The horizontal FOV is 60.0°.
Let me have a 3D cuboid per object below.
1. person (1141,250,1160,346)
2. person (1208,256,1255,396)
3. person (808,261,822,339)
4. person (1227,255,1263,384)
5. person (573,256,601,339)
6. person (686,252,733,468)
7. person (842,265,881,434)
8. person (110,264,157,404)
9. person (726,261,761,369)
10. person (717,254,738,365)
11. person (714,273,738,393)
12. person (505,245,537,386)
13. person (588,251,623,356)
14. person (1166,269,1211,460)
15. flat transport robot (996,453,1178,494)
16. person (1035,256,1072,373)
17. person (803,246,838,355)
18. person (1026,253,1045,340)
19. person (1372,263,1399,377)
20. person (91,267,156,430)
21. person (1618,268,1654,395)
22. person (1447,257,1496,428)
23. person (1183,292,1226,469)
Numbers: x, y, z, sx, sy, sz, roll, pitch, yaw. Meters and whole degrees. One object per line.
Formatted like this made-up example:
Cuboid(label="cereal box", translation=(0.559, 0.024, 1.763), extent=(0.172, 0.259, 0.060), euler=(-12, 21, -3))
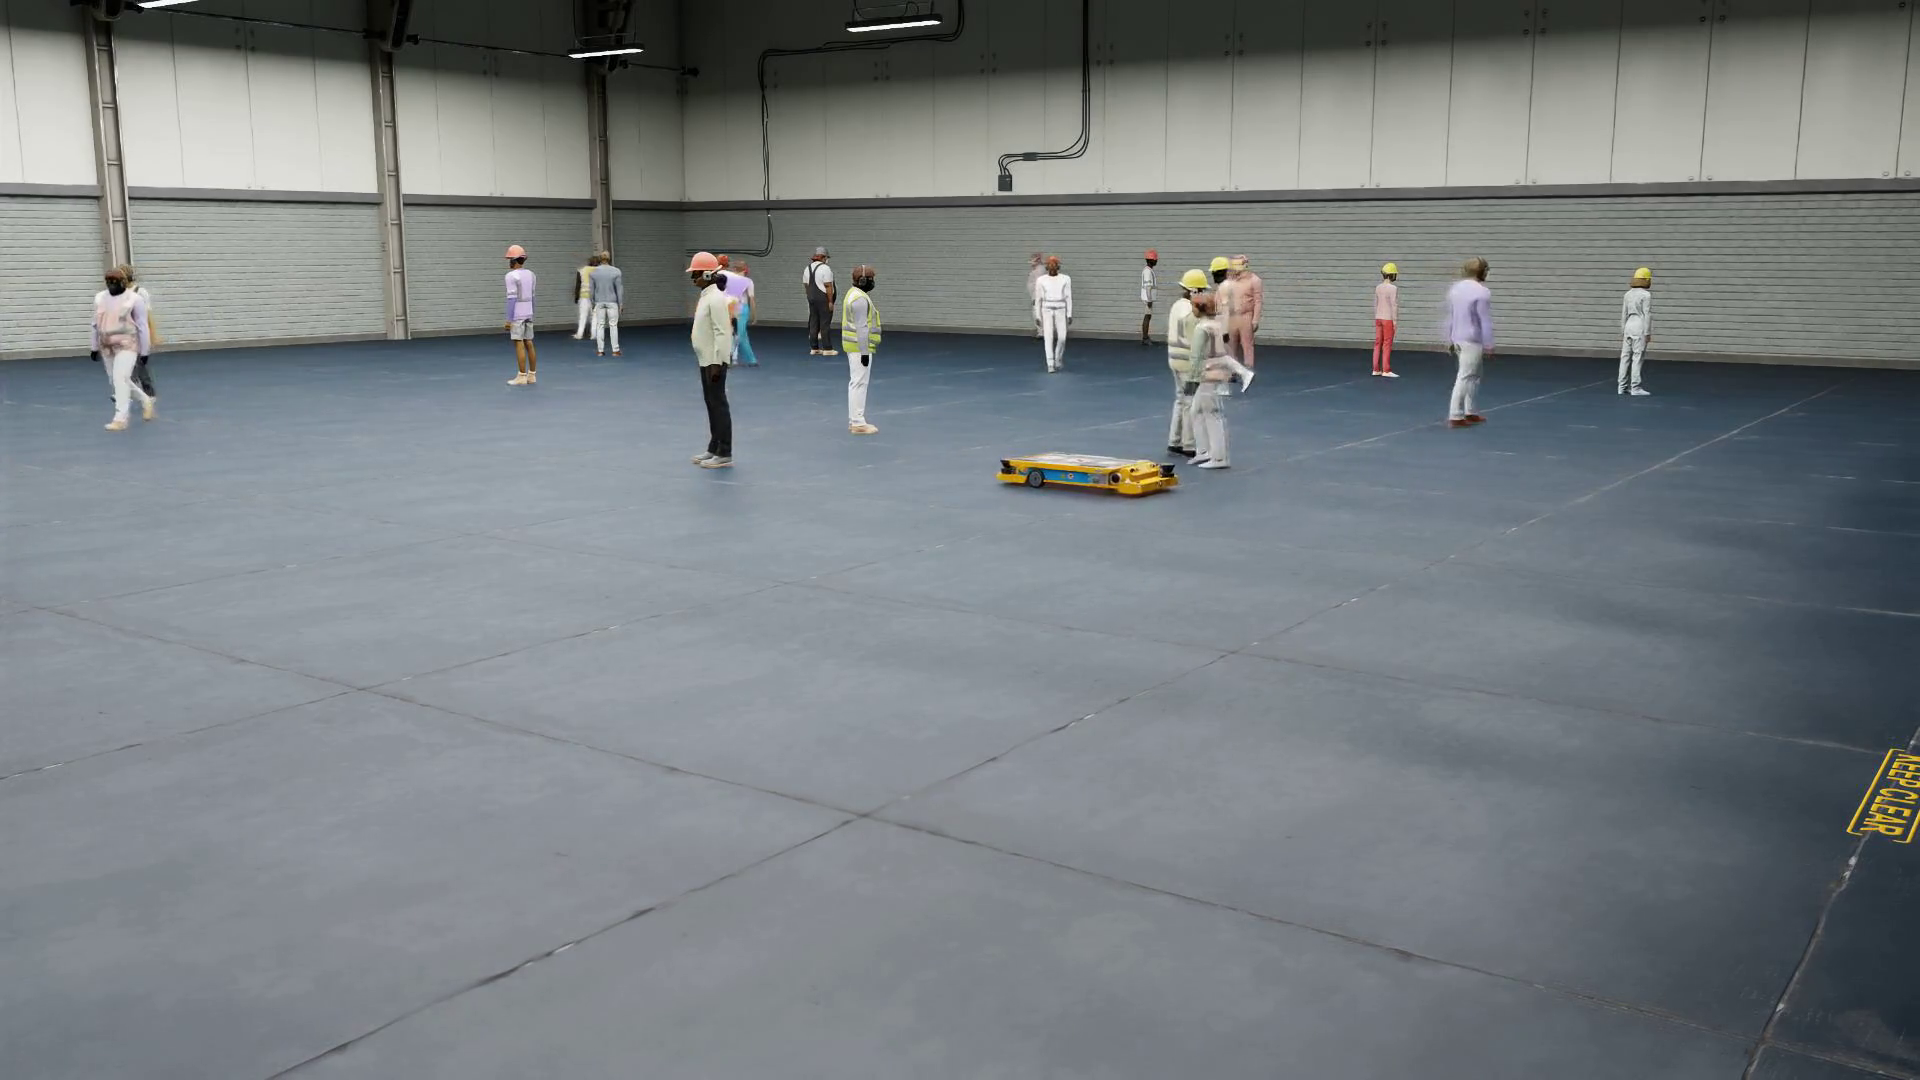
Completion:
Cuboid(label="person", translation=(3.851, -4.891, 33.676), extent=(0.360, 1.938, 0.546), euler=(1, 10, 6))
Cuboid(label="person", translation=(3.644, -2.876, 22.496), extent=(0.641, 1.899, 0.628), euler=(3, 10, 15))
Cuboid(label="person", translation=(-3.129, -5.207, 36.119), extent=(0.318, 1.696, 0.533), euler=(-9, 13, -40))
Cuboid(label="person", translation=(4.135, -3.254, 24.601), extent=(0.651, 1.904, 0.402), euler=(10, 14, 44))
Cuboid(label="person", translation=(-8.035, -5.267, 36.177), extent=(0.727, 1.802, 0.473), euler=(0, 10, 2))
Cuboid(label="person", translation=(-2.329, -1.672, 15.479), extent=(0.396, 1.993, 0.618), euler=(-3, 11, -19))
Cuboid(label="person", translation=(-1.076, -2.079, 18.223), extent=(0.429, 1.835, 0.630), euler=(-2, 10, -9))
Cuboid(label="person", translation=(-10.586, -2.581, 21.106), extent=(0.543, 1.796, 0.946), euler=(2, 10, 14))
Cuboid(label="person", translation=(-3.682, -3.737, 27.680), extent=(0.573, 1.797, 0.963), euler=(8, 13, 38))
Cuboid(label="person", translation=(-4.034, -3.932, 28.450), extent=(0.579, 1.882, 0.342), euler=(-5, 11, -26))
Cuboid(label="person", translation=(-3.309, -2.806, 22.733), extent=(0.538, 1.679, 0.632), euler=(3, 10, 15))
Cuboid(label="person", translation=(-6.445, -3.273, 24.315), extent=(0.374, 2.044, 0.605), euler=(4, 11, 20))
Cuboid(label="person", translation=(-6.503, -4.348, 30.624), extent=(0.636, 1.938, 0.358), euler=(1, 10, 4))
Cuboid(label="person", translation=(2.208, -1.684, 16.016), extent=(0.403, 1.832, 0.617), euler=(-2, 10, -11))
Cuboid(label="flat transport robot", translation=(1.082, -0.585, 14.225), extent=(1.431, 0.197, 0.652), euler=(7, 12, 34))
Cuboid(label="person", translation=(1.501, -3.628, 26.766), extent=(0.615, 1.876, 0.402), euler=(0, 10, 1))
Cuboid(label="person", translation=(-2.561, -4.470, 31.029), extent=(0.674, 2.000, 0.536), euler=(9, 14, 42))
Cuboid(label="person", translation=(1.668, -5.262, 35.948), extent=(0.474, 1.870, 0.725), euler=(-1, 10, -6))
Cuboid(label="person", translation=(6.643, -3.410, 25.861), extent=(0.311, 1.768, 0.531), euler=(-4, 11, -21))
Cuboid(label="person", translation=(-9.409, -2.162, 18.753), extent=(0.630, 1.813, 0.799), euler=(3, 10, 15))
Cuboid(label="person", translation=(9.310, -2.861, 22.855), extent=(0.322, 1.741, 0.490), euler=(-4, 11, -20))
Cuboid(label="person", translation=(5.824, -2.211, 18.704), extent=(0.723, 1.914, 0.665), euler=(-3, 10, -15))
Cuboid(label="person", translation=(2.245, -1.466, 15.339), extent=(0.552, 1.615, 0.552), euler=(5, 11, 24))
